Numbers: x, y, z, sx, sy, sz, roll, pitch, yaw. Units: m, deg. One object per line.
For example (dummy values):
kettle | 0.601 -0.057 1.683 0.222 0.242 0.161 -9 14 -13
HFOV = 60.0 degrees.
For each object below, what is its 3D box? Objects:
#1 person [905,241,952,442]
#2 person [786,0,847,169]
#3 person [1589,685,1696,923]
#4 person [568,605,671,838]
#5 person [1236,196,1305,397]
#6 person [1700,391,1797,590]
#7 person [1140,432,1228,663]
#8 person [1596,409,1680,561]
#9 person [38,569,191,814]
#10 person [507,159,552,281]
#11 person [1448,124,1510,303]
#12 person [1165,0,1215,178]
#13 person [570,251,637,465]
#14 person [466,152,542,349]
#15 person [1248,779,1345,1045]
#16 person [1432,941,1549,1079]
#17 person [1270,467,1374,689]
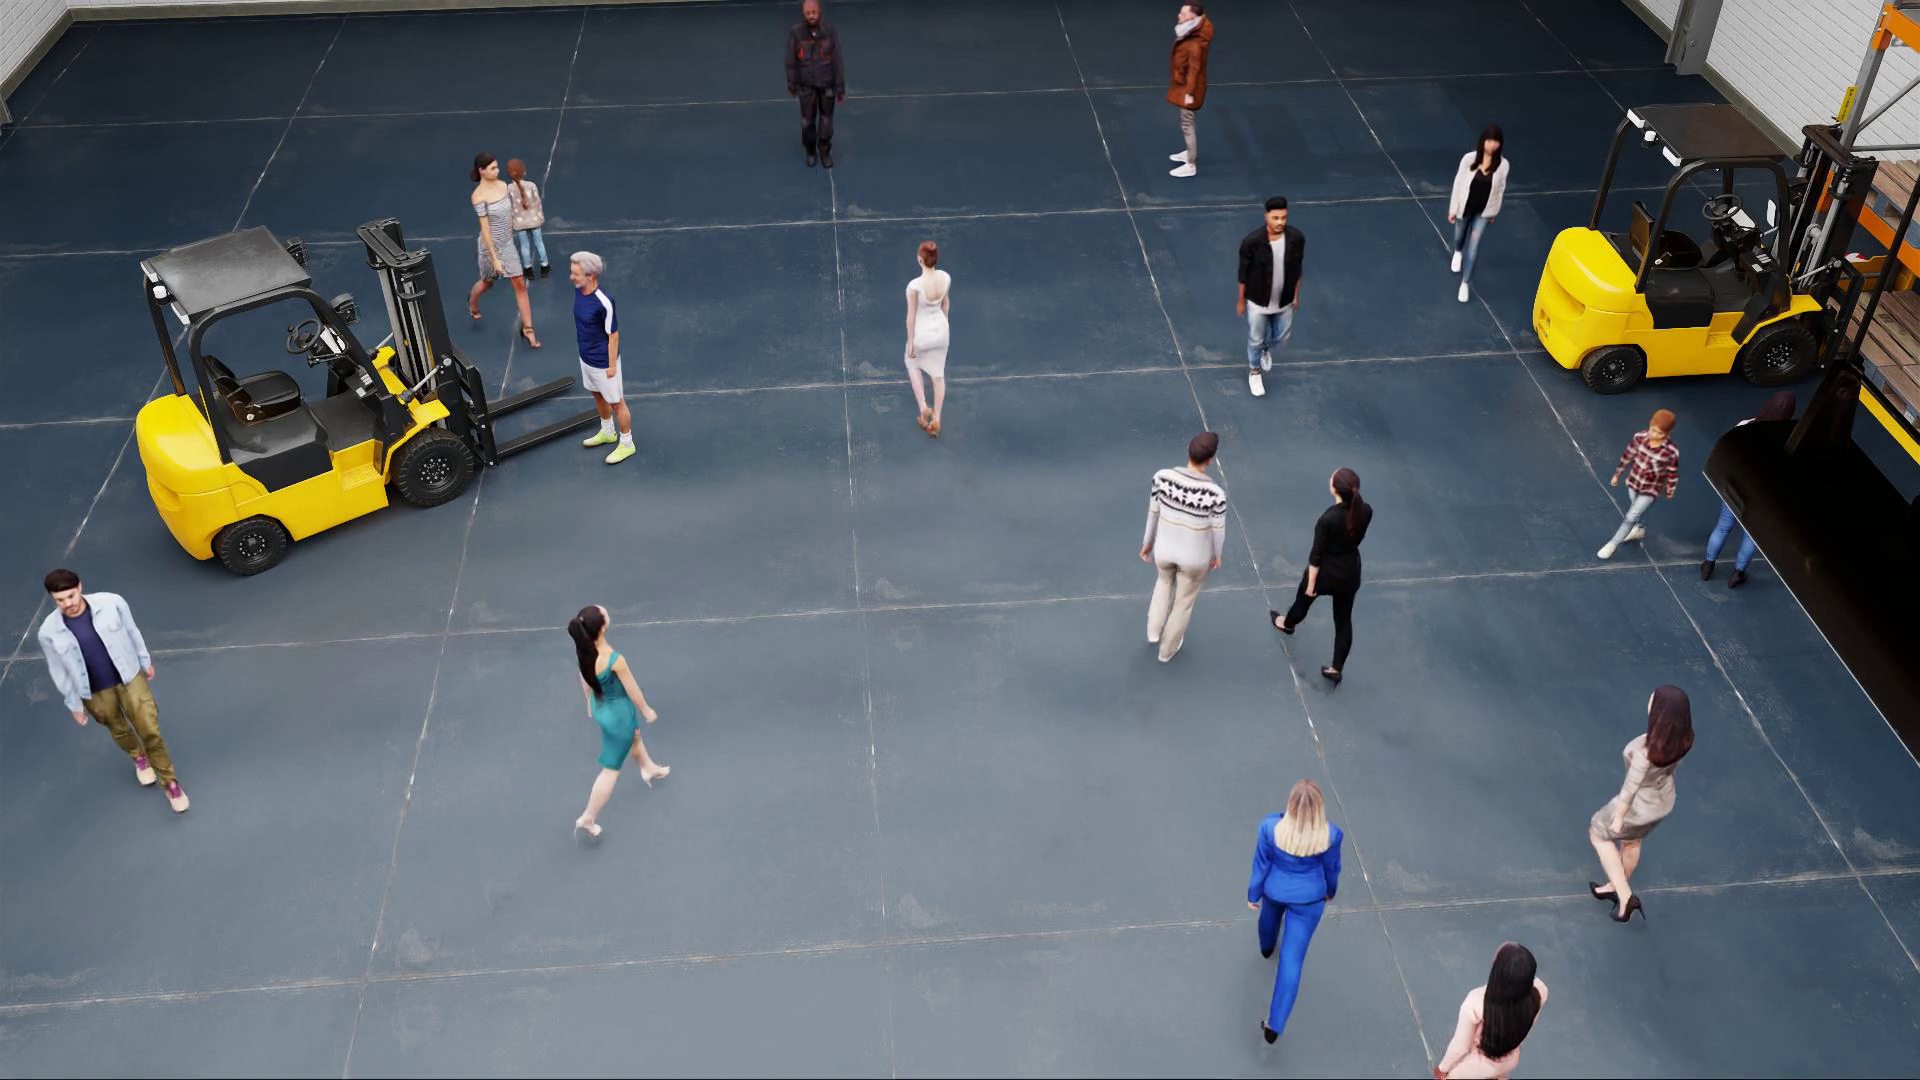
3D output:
person | -0.205 -1.552 13.274 0.691 1.782 0.740 -18 42 -21
person | -1.493 -4.810 17.331 0.751 1.809 0.654 -8 39 -10
person | 3.914 1.557 9.419 0.725 1.735 0.802 -18 42 -21
person | -2.138 1.118 10.038 0.987 1.649 1.050 27 46 30
person | 2.579 -2.107 13.955 0.703 1.799 0.771 -3 39 -3
person | 5.666 -0.360 11.901 0.674 1.633 0.712 23 44 26
person | 1.461 0.120 11.141 0.809 1.831 0.830 16 41 20
person | 5.110 -0.446 12.294 0.847 1.277 0.871 -22 43 -25
person | -5.268 0.842 10.274 0.951 1.785 1.080 -22 44 -25
person | -4.058 -3.000 15.558 0.519 1.194 0.523 -12 40 -14
person | 4.734 -3.085 15.340 0.882 1.599 1.146 12 40 14
person | 2.372 -4.665 17.133 0.808 1.830 0.646 2 39 3
person | -2.841 -1.464 13.118 0.785 1.839 0.703 -31 48 -33
person | -4.111 -2.526 14.494 1.100 1.782 1.119 23 44 26
person | 1.778 1.982 8.943 0.905 1.665 1.233 10 40 12
person | 2.571 2.558 8.176 0.670 1.721 0.623 -13 40 -15
person | 2.532 0.303 11.079 0.795 1.623 1.079 -13 40 -16
